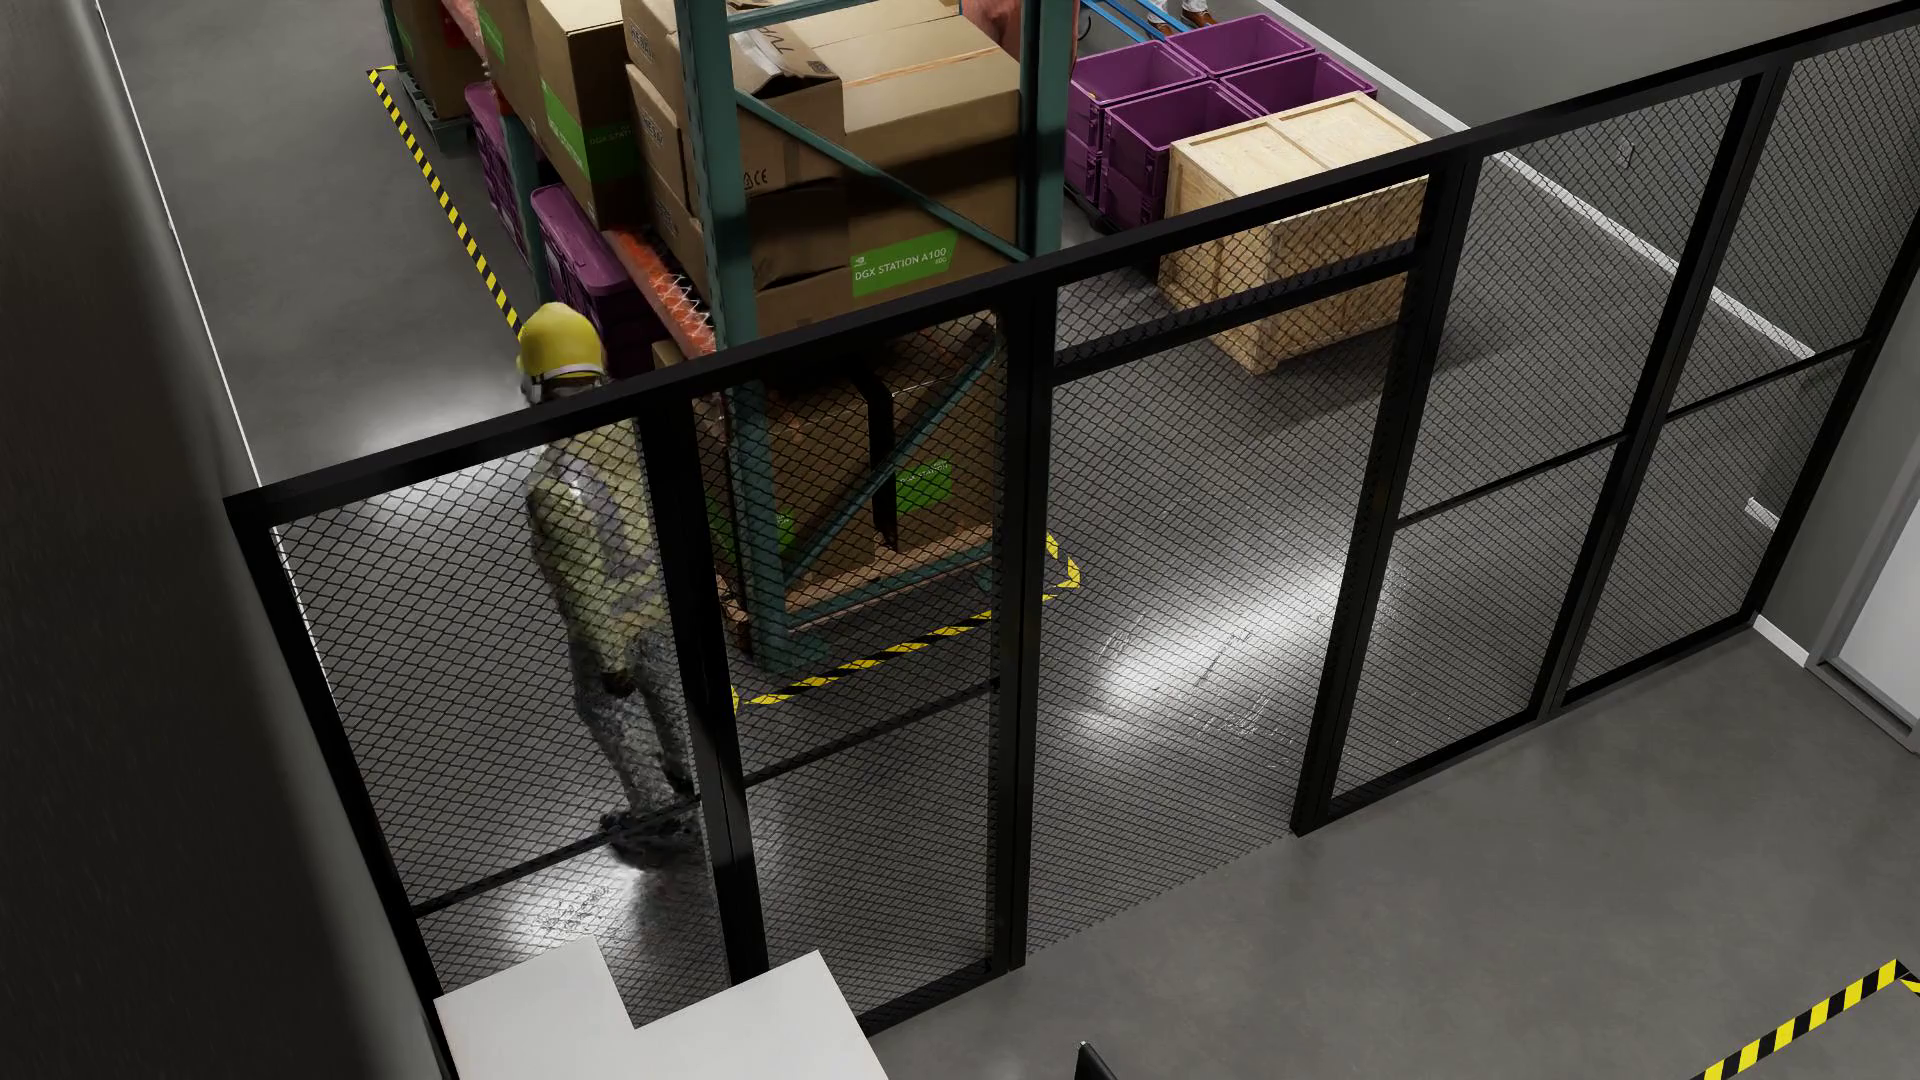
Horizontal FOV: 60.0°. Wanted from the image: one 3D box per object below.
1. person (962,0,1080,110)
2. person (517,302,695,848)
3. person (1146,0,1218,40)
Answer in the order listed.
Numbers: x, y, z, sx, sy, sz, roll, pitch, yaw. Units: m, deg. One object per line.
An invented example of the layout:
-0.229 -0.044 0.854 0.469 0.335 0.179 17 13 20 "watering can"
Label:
0.225 -1.815 6.890 0.622 1.993 0.385 -32 51 -30 "person"
-1.019 0.126 4.917 0.483 1.789 0.618 13 44 14 "person"
1.286 -3.631 8.917 0.628 1.940 0.377 -20 46 -21 "person"
